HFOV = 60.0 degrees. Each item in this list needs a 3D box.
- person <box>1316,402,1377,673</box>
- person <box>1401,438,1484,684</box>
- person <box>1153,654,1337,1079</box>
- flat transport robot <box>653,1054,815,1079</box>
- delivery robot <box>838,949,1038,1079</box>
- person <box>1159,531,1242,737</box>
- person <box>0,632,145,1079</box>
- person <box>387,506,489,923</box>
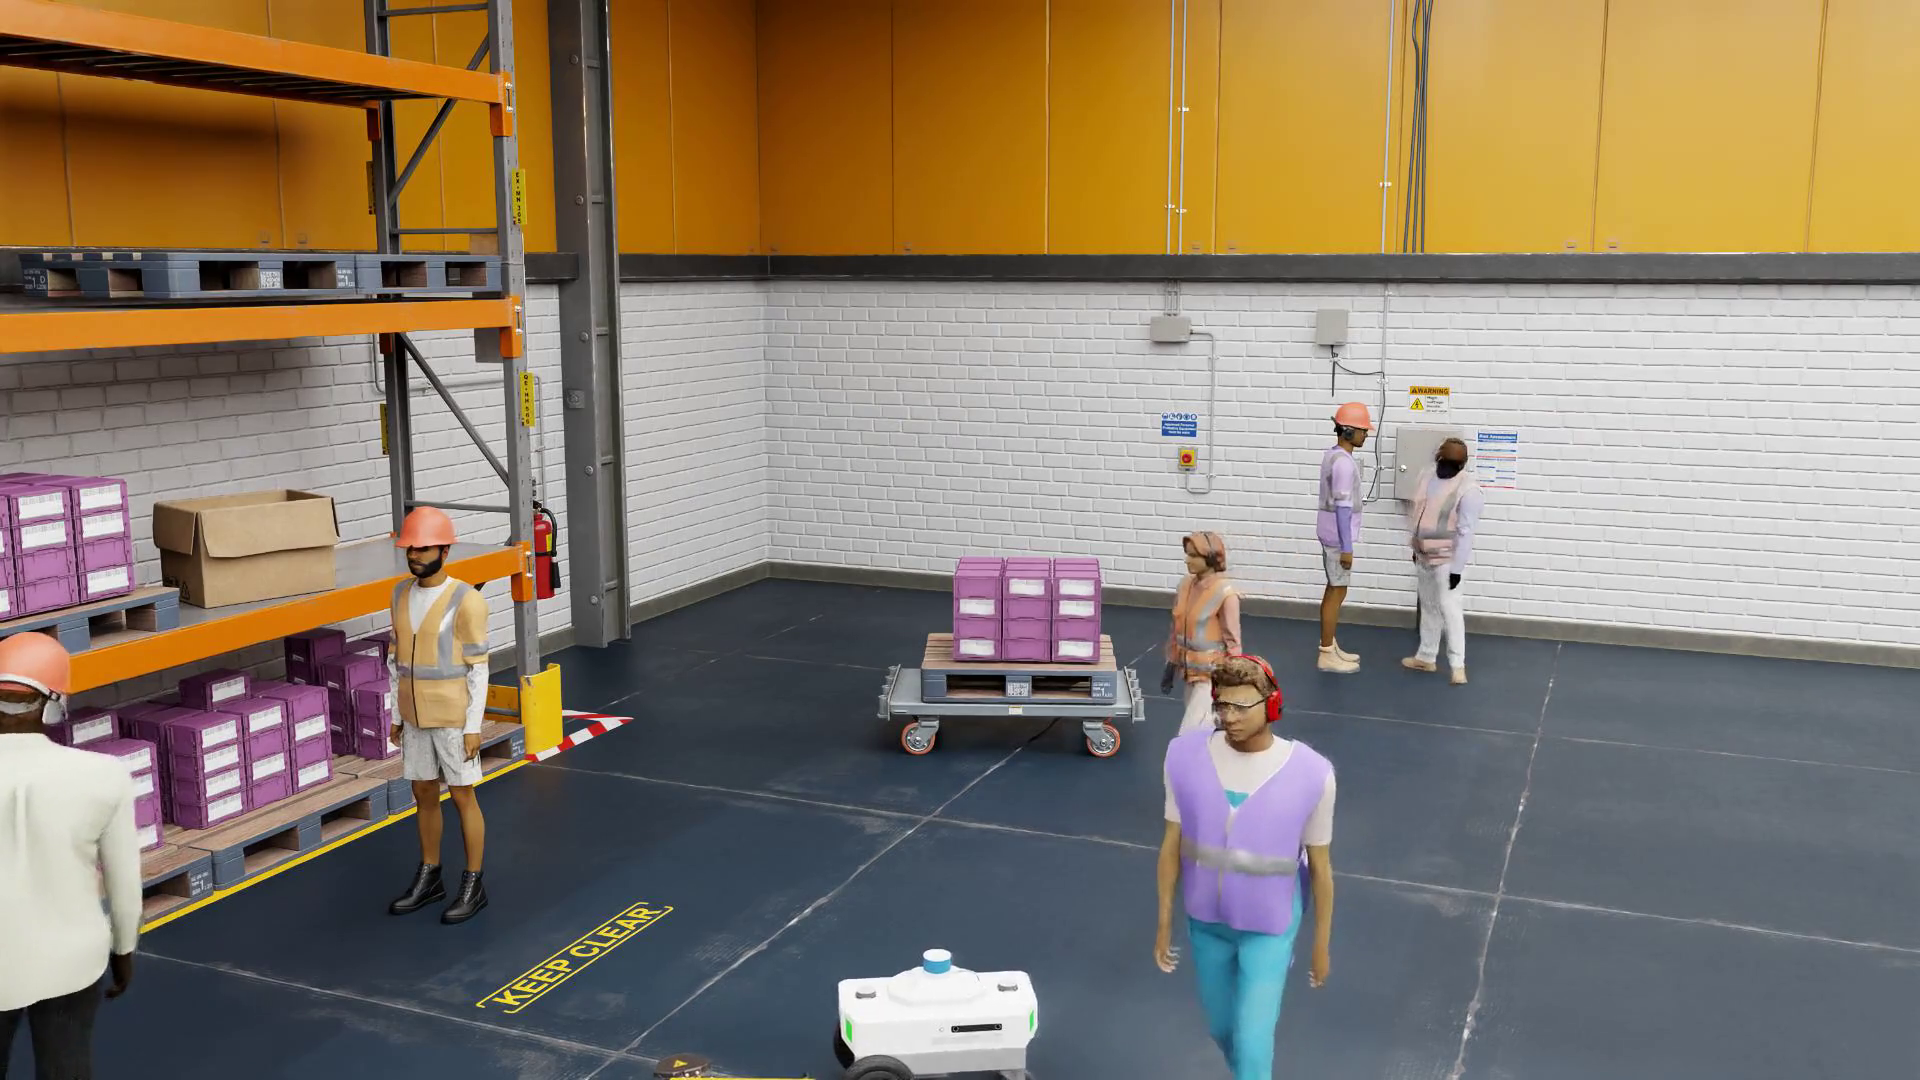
[{"bbox_3d":[2.873,-0.017,12.433,0.409,2.033,0.607,1,9,6],"label":"person"},{"bbox_3d":[3.507,0.133,12.229,0.433,1.807,0.743,-4,10,-21],"label":"person"},{"bbox_3d":[0.952,1.241,5.477,0.567,1.815,0.878,5,11,27],"label":"person"},{"bbox_3d":[-0.762,2.043,5.255,0.652,0.197,1.431,0,9,1],"label":"flat transport robot"},{"bbox_3d":[-0.081,1.728,6.023,0.707,0.478,0.477,-1,9,-7],"label":"delivery robot"},{"bbox_3d":[1.281,0.754,8.959,0.429,1.620,0.530,-4,10,-21],"label":"person"},{"bbox_3d":[-2.764,1.256,4.940,0.640,1.961,0.449,-5,11,-30],"label":"person"},{"bbox_3d":[-2.433,0.804,7.712,0.545,1.942,0.352,4,10,23],"label":"person"}]
